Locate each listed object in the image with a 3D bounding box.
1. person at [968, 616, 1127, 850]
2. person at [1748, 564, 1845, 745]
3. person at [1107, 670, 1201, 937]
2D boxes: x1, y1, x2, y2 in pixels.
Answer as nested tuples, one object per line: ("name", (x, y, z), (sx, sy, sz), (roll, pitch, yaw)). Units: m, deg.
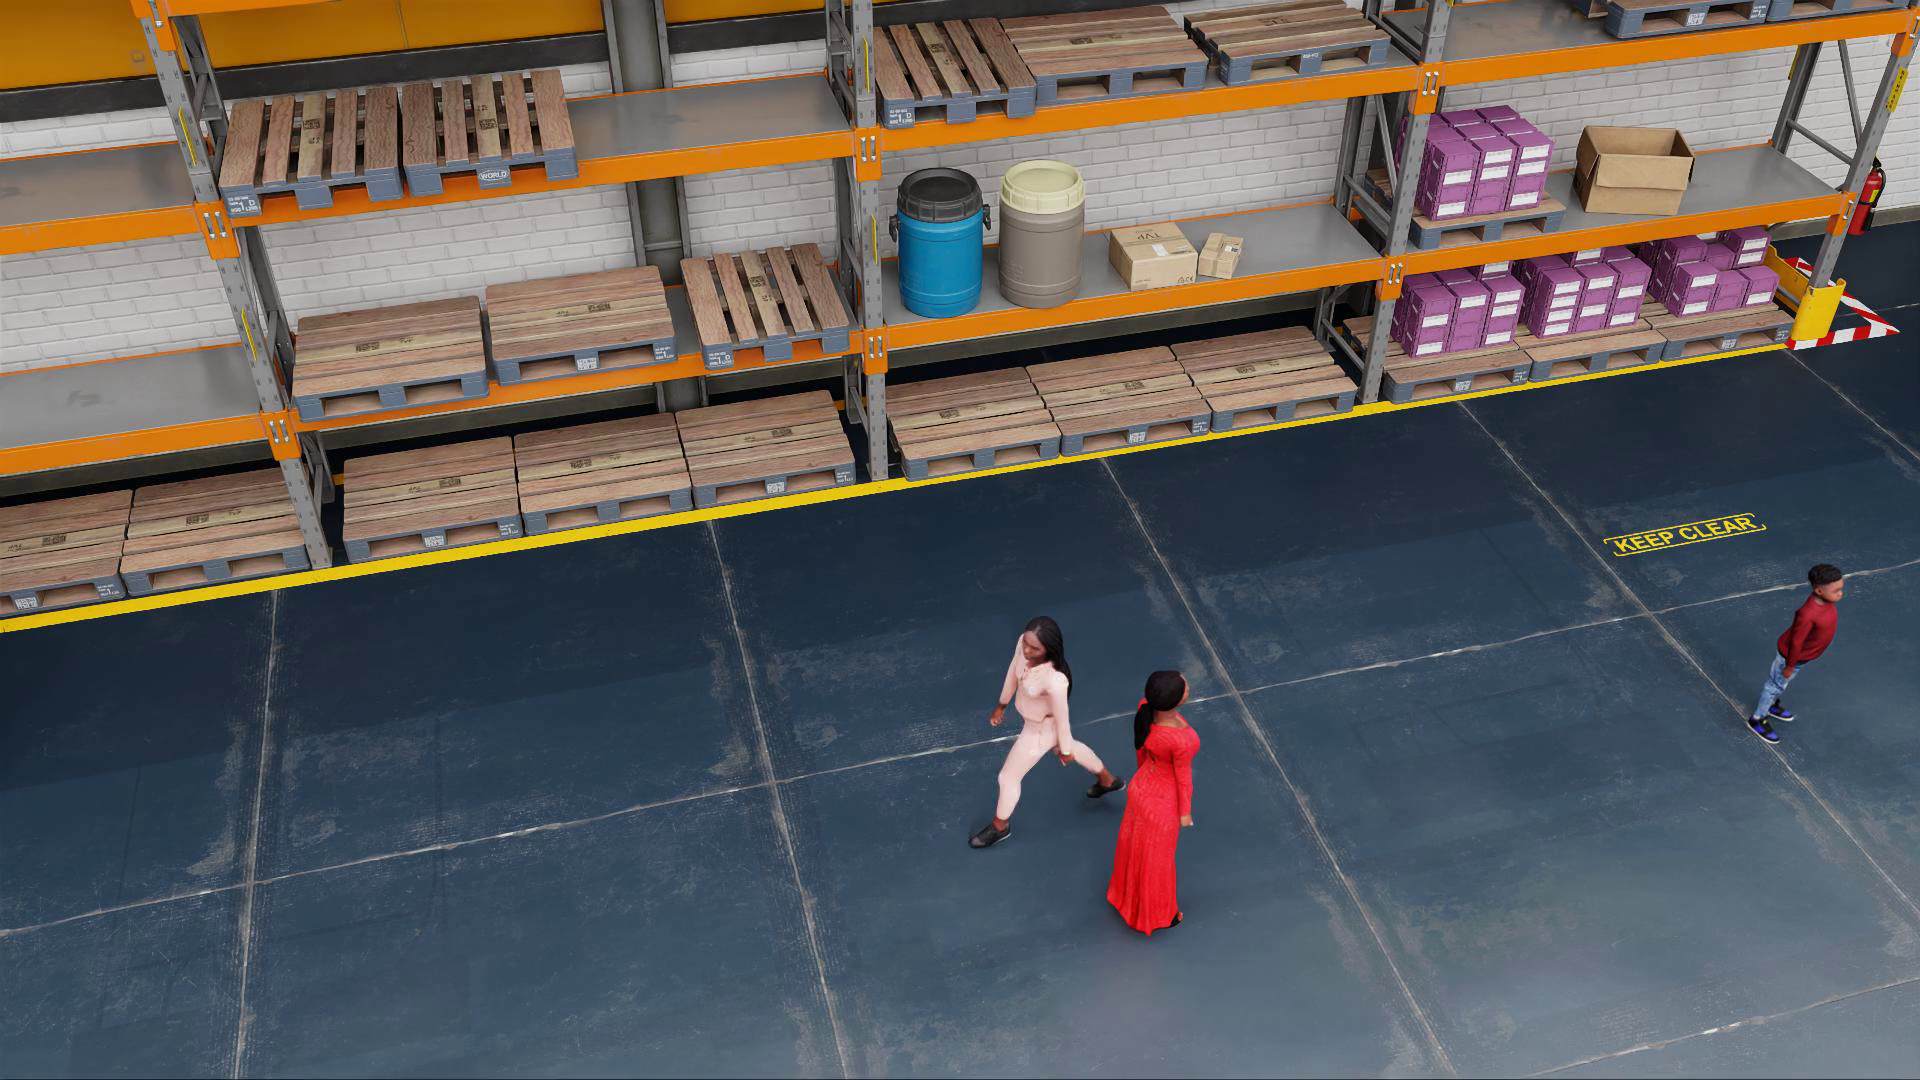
("person", (0.532, 1.031, 9.252), (1.198, 1.665, 0.641), (-8, 39, -10))
("person", (5.060, 0.648, 10.059), (0.643, 1.254, 0.560), (28, 46, 31))
("person", (1.024, 1.367, 8.744), (0.659, 1.783, 0.677), (-17, 42, -20))
